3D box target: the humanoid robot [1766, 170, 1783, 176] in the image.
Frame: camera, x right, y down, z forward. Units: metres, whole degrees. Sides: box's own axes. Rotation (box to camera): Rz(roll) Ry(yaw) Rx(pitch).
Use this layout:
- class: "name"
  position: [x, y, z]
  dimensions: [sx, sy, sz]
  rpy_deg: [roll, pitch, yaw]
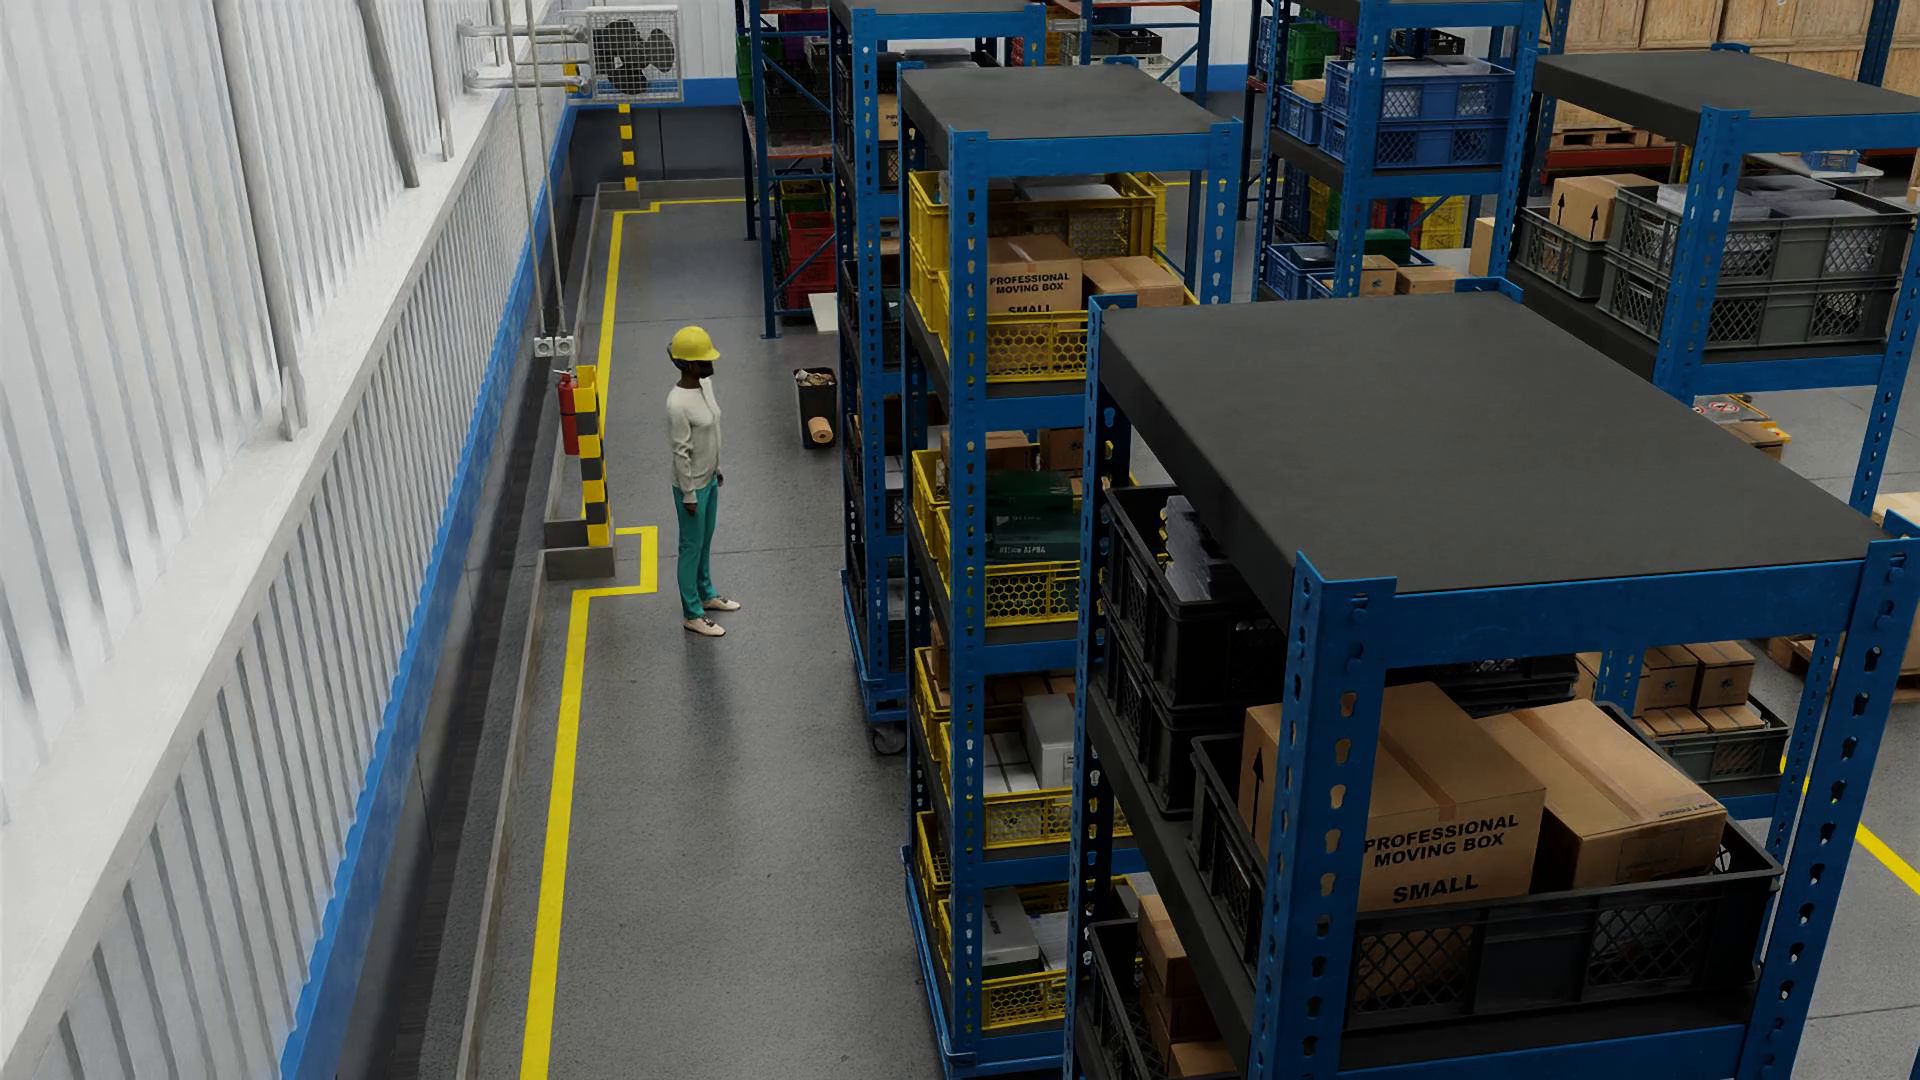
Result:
- class: "humanoid robot"
  position: [6.331, -2.110, 13.200]
  dimensions: [0.568, 1.651, 0.342]
  rpy_deg: [9, 26, 20]

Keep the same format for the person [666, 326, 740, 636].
- class: "person"
  position: [-1.438, -0.335, 9.234]
  dimensions: [0.313, 1.768, 0.524]
  rpy_deg: [4, 25, 8]

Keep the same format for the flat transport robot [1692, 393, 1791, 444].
- class: "flat transport robot"
  position: [5.224, -0.859, 12.132]
  dimensions: [1.431, 0.197, 0.652]
  rpy_deg: [-4, 25, -8]
